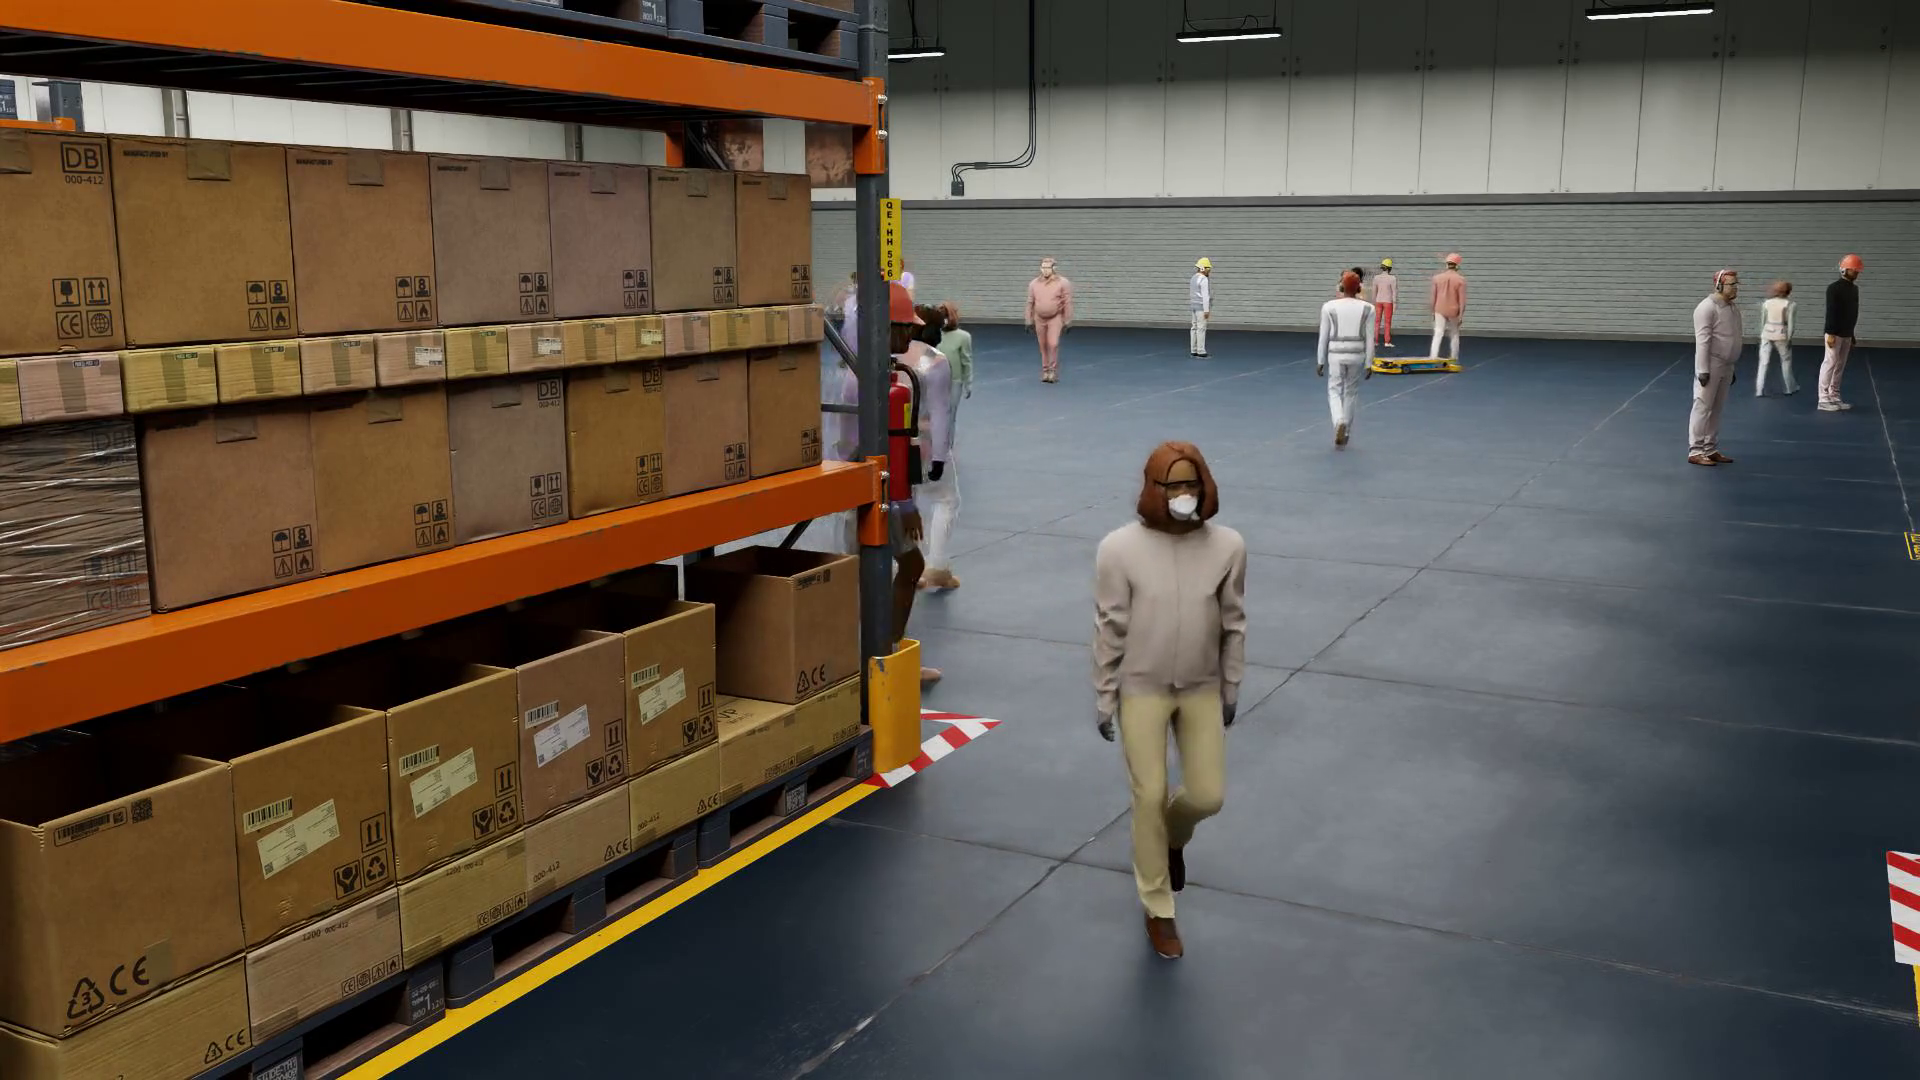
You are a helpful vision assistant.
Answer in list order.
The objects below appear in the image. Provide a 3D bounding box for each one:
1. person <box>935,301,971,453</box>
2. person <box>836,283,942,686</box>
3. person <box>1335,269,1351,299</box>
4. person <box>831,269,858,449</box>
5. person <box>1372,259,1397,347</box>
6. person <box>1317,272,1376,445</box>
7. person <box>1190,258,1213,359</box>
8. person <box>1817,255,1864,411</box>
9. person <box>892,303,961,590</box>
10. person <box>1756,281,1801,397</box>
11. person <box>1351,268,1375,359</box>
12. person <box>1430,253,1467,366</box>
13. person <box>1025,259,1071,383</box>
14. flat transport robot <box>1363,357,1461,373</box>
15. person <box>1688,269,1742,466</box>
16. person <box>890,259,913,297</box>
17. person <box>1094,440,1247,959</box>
[{"bbox_3d":[-0.129,-1.550,16.389,0.513,1.606,0.776,3,11,18],"label":"person"},{"bbox_3d":[-0.341,-0.222,8.043,0.741,2.012,0.620,1,10,3],"label":"person"},{"bbox_3d":[7.242,-4.262,31.174,0.550,1.617,0.530,-9,14,-42],"label":"person"},{"bbox_3d":[-0.964,-1.924,17.626,0.916,1.909,0.638,-6,12,-30],"label":"person"},{"bbox_3d":[8.530,-4.749,33.392,0.534,1.767,0.319,9,14,41],"label":"person"},{"bbox_3d":[4.109,-1.913,17.673,0.587,1.862,0.741,1,10,7],"label":"person"},{"bbox_3d":[4.413,-4.231,30.400,0.404,1.827,0.589,-3,11,-15],"label":"person"},{"bbox_3d":[11.331,-2.653,21.365,0.608,1.984,0.397,-7,13,-34],"label":"person"},{"bbox_3d":[-0.227,-0.572,10.487,0.622,1.819,0.575,9,14,40],"label":"person"},{"bbox_3d":[11.431,-2.791,23.186,0.855,1.595,0.518,-8,13,-36],"label":"person"},{"bbox_3d":[7.148,-4.100,30.156,0.880,1.646,0.548,2,11,9],"label":"person"},{"bbox_3d":[8.150,-3.820,27.836,0.606,1.957,0.994,7,13,34],"label":"person"},{"bbox_3d":[1.295,-3.319,25.272,0.680,1.875,0.824,4,11,20],"label":"person"},{"bbox_3d":[7.413,-2.876,27.258,1.431,0.197,0.652,-3,11,-18],"label":"flat transport robot"},{"bbox_3d":[7.434,-1.686,16.303,0.638,1.911,0.402,-8,13,-38],"label":"person"},{"bbox_3d":[-1.193,-4.379,31.246,0.594,1.804,0.907,6,12,28],"label":"person"},{"bbox_3d":[0.654,0.479,5.291,0.504,1.620,0.477,-2,11,-9],"label":"person"}]
